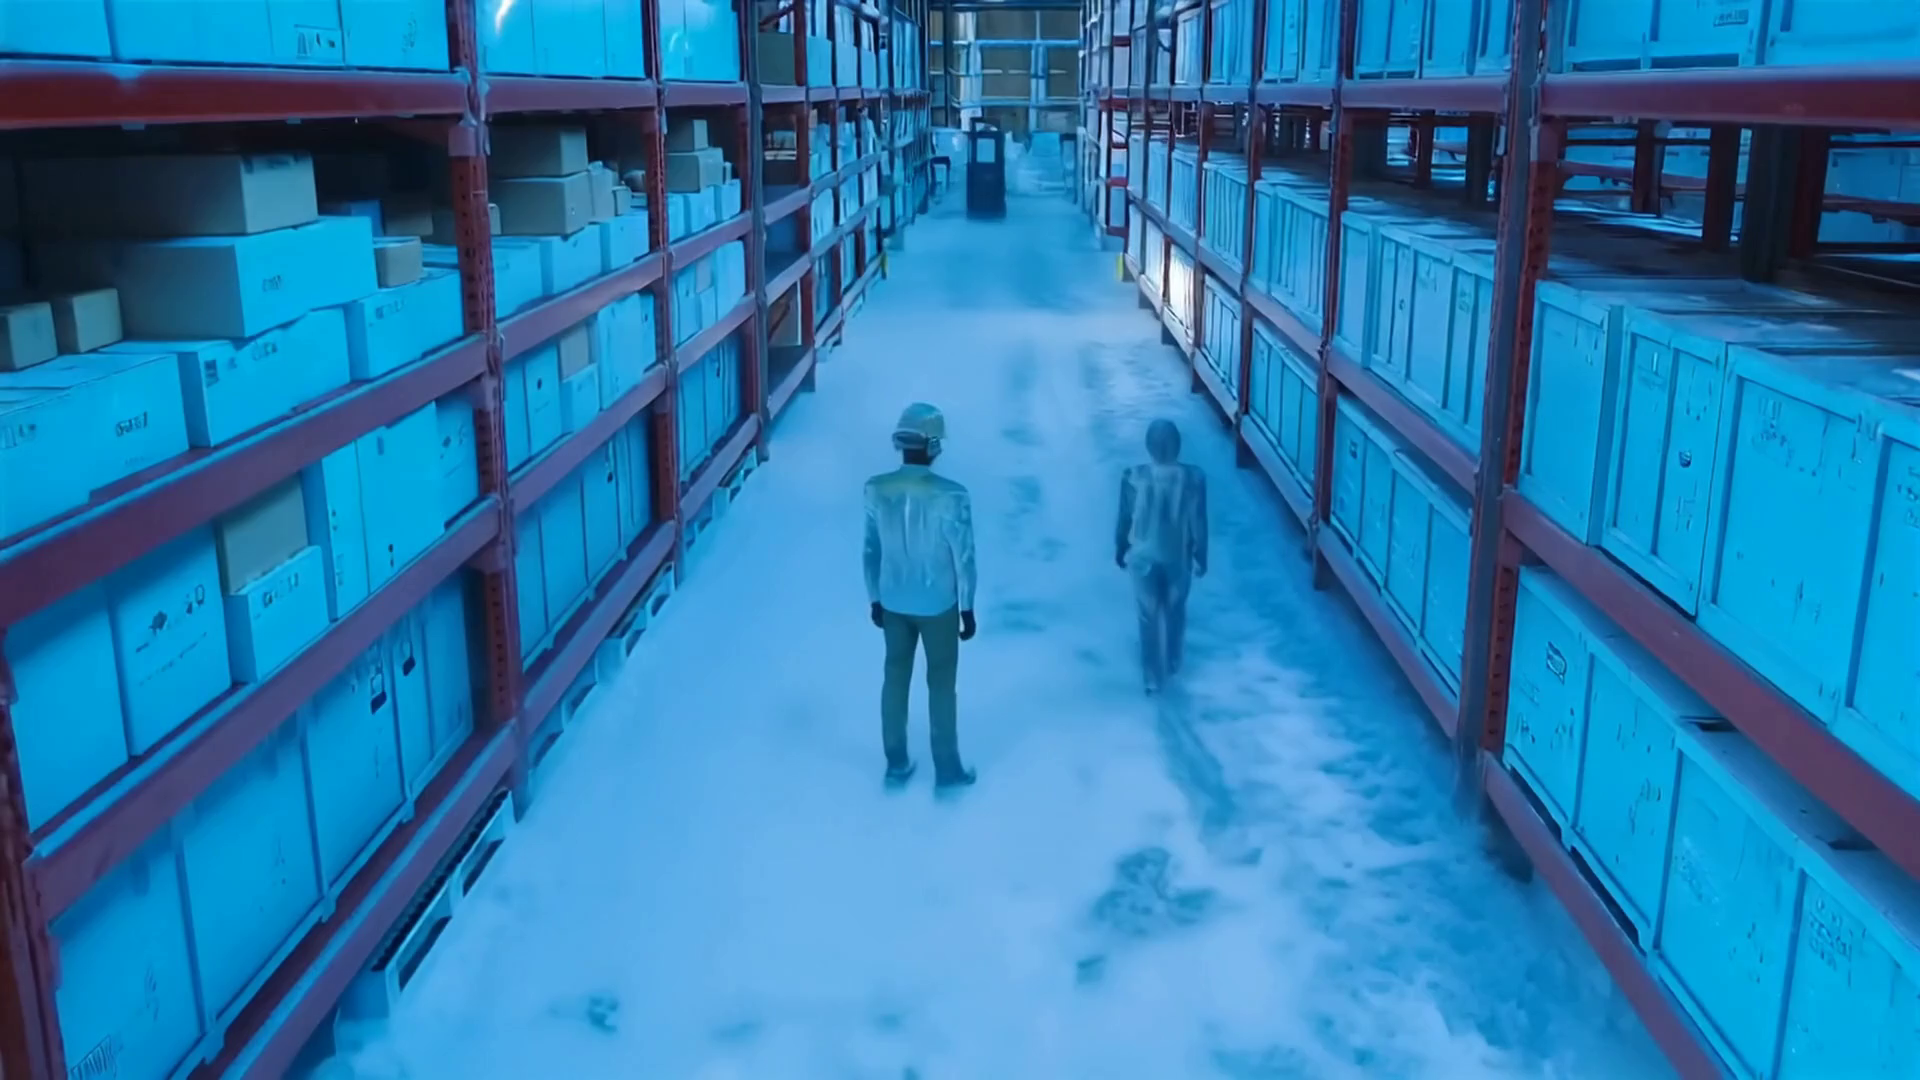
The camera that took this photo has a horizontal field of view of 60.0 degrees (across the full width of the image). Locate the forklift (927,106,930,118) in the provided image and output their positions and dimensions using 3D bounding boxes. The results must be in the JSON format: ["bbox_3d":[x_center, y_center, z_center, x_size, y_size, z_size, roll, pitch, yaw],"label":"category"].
[{"bbox_3d":[-1.988,-20.789,85.140,1.129,2.768,1.873,0,15,2],"label":"forklift"}]

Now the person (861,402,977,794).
[{"bbox_3d":[-0.192,0.297,8.368,0.611,1.992,0.388,7,16,23],"label":"person"}]

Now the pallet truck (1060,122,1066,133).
[{"bbox_3d":[5.788,-21.111,88.014,1.885,1.965,0.823,5,16,18],"label":"pallet truck"}]

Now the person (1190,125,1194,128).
[{"bbox_3d":[11.801,-20.075,84.309,0.576,1.922,0.643,9,18,30],"label":"person"}]

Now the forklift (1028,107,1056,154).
[{"bbox_3d":[4.115,-19.331,79.717,1.129,2.768,1.873,-8,17,-26],"label":"forklift"}]

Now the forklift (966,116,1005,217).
[{"bbox_3d":[0.745,-10.732,47.722,1.129,2.768,1.873,0,15,2],"label":"forklift"}]

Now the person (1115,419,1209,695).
[{"bbox_3d":[1.195,0.068,9.950,0.546,1.607,0.743,0,15,2],"label":"person"}]

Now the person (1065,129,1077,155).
[{"bbox_3d":[4.962,-17.420,74.454,0.629,1.896,0.988,-5,16,-17],"label":"person"}]

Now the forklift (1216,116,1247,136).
[{"bbox_3d":[7.755,-10.663,47.463,1.129,2.768,1.873,0,15,1],"label":"forklift"}]
